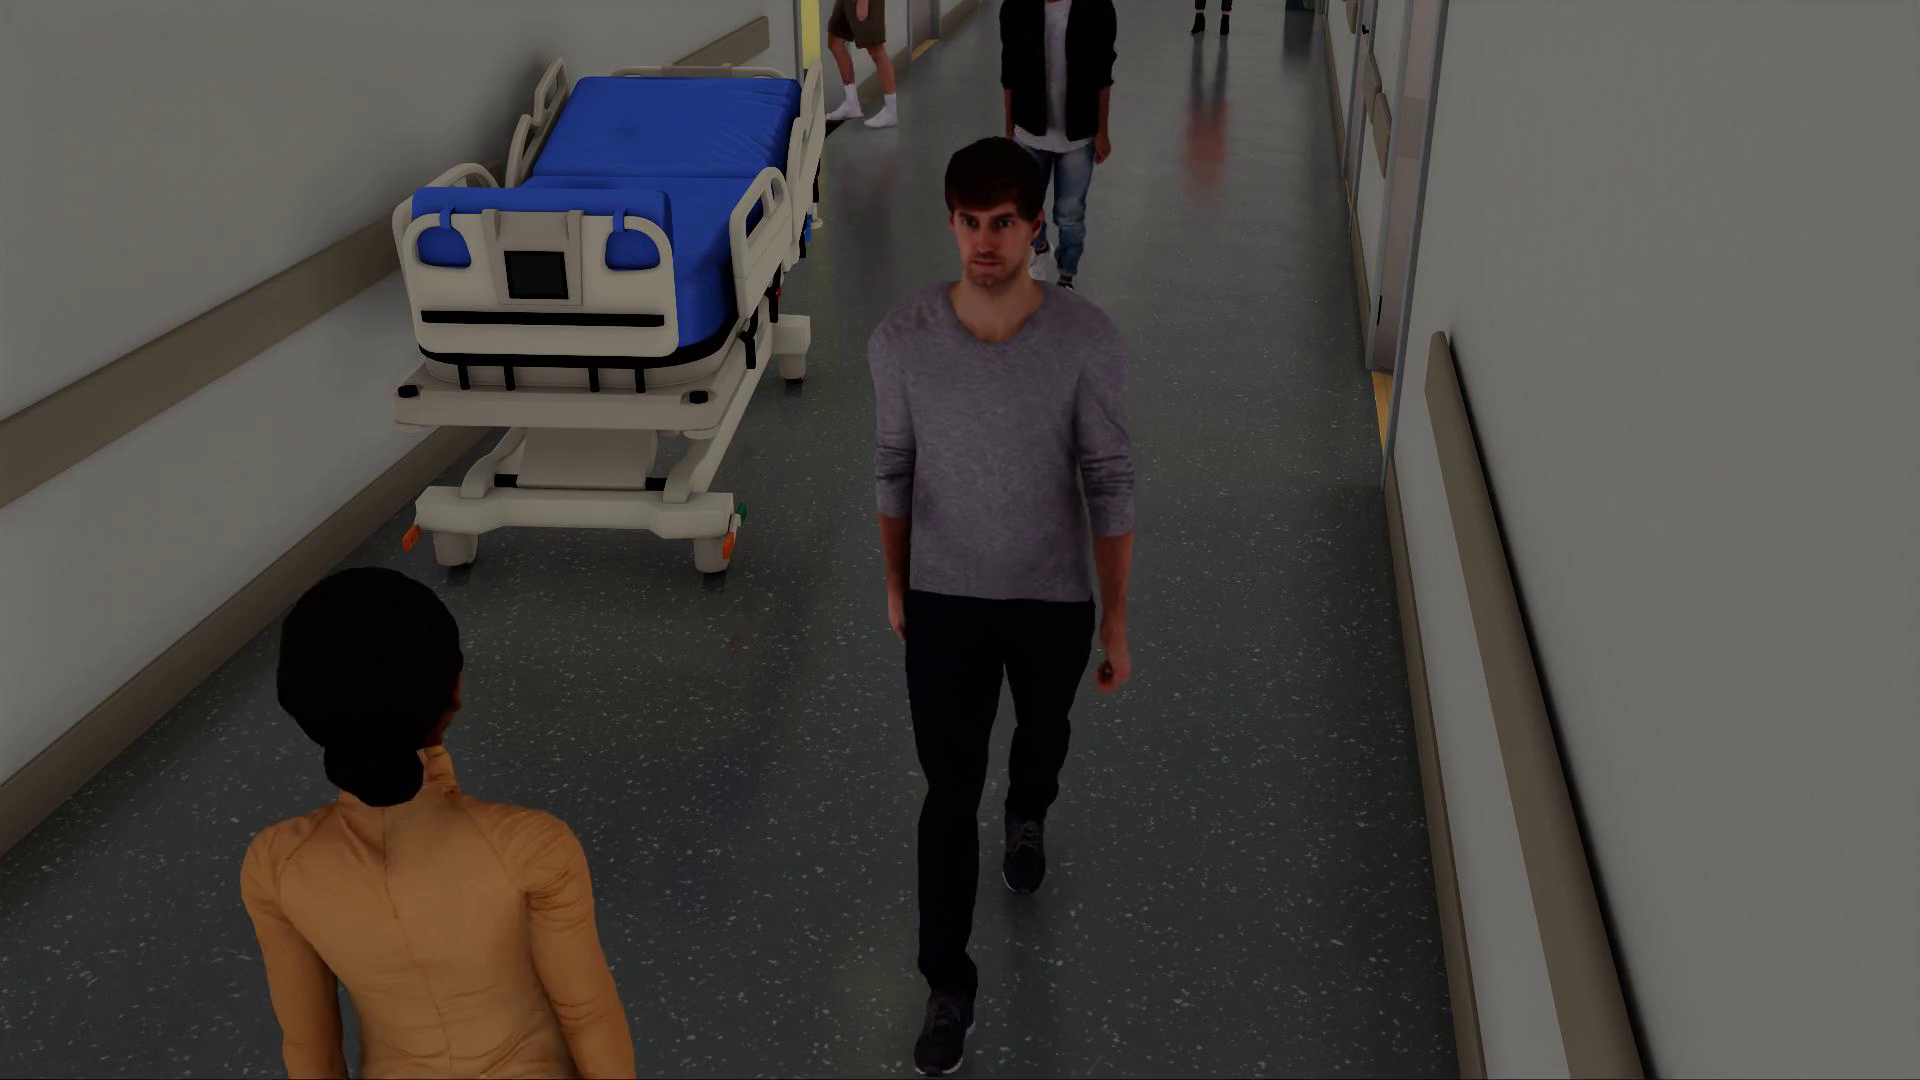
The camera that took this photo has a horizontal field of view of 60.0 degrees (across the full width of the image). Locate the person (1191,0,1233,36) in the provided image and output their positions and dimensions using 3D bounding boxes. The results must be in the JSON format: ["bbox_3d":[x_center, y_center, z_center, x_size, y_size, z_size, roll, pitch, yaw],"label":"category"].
[{"bbox_3d":[2.368,-5.540,15.177,0.528,1.748,0.705,8,27,16],"label":"person"}]

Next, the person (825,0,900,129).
[{"bbox_3d":[-0.605,-3.772,11.471,0.940,1.814,0.916,-9,27,-18],"label":"person"}]

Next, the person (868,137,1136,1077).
[{"bbox_3d":[0.105,0.089,3.457,1.138,1.790,0.812,2,26,5],"label":"person"}]

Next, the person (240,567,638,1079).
[{"bbox_3d":[-0.617,0.833,2.086,0.882,1.640,0.749,3,26,5],"label":"person"}]

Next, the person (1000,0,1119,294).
[{"bbox_3d":[0.468,-1.950,7.675,0.647,1.798,0.759,5,26,10],"label":"person"}]
